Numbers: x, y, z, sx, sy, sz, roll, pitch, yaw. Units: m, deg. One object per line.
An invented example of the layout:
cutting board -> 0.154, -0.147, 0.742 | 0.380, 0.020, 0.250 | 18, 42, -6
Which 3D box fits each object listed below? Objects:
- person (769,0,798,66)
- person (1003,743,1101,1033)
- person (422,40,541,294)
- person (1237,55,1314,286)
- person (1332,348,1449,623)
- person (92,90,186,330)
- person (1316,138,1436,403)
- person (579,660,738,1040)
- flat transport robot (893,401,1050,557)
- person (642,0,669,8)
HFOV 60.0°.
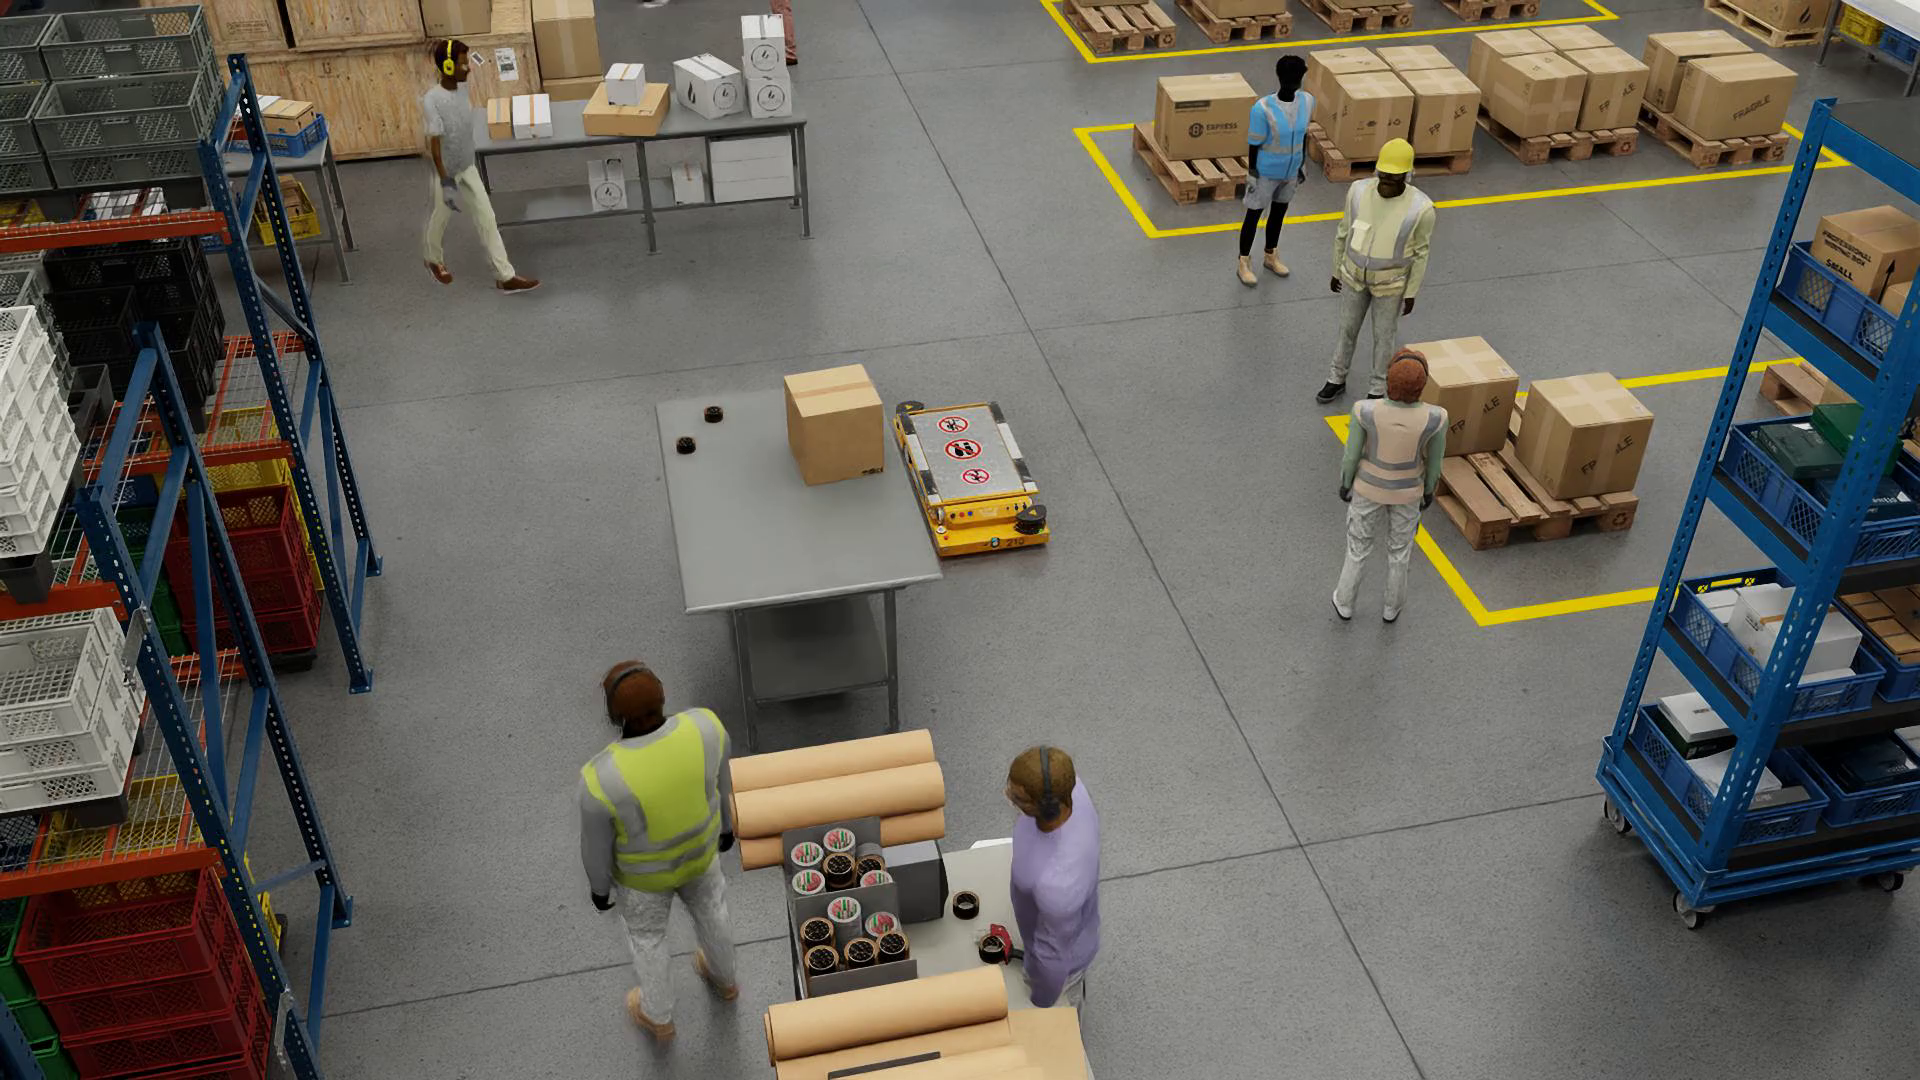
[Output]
person -> -1.732, -5.363, 15.391 | 0.401, 1.900, 0.650 | -6, 37, -9
person -> 0.333, 1.482, 6.161 | 0.371, 1.932, 0.628 | 2, 37, 3
person -> -3.560, -2.598, 11.744 | 0.982, 1.808, 0.623 | 19, 40, 23
person -> 2.264, -2.654, 11.908 | 0.537, 1.698, 0.320 | -17, 40, -21
person -> 2.245, -0.259, 8.738 | 0.511, 1.641, 0.308 | 5, 37, 7
person -> -5.510, -2.152, 11.083 | 0.356, 1.883, 0.573 | 12, 38, 15
person -> 2.601, -1.648, 10.443 | 0.596, 1.837, 0.404 | 21, 42, 26
person -> -1.173, 1.229, 6.590 | 0.657, 1.830, 0.432 | -24, 43, -29
flat transport robot -> 0.046, -0.430, 10.108 | 0.652, 0.197, 1.431 | -8, 37, -10
person -> -2.903, -6.361, 16.760 | 0.977, 1.856, 0.605 | -30, 46, -34
